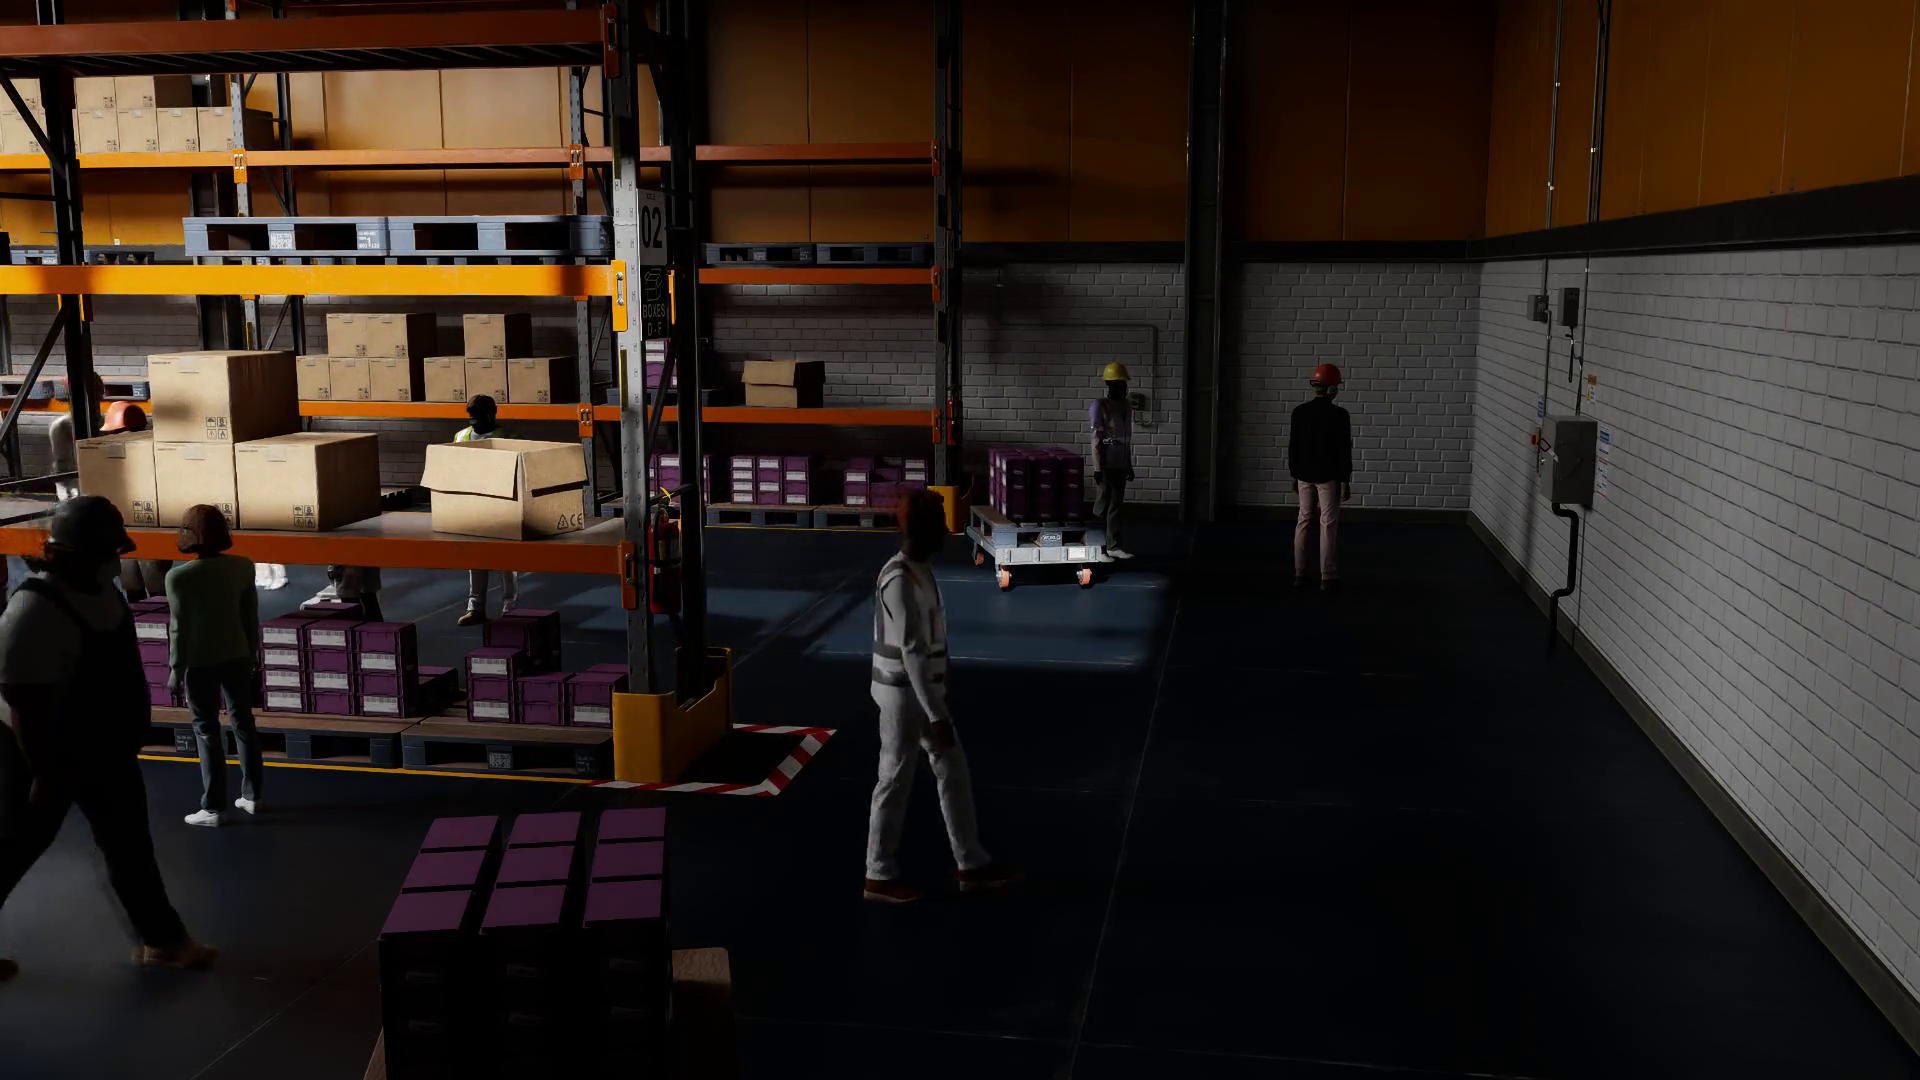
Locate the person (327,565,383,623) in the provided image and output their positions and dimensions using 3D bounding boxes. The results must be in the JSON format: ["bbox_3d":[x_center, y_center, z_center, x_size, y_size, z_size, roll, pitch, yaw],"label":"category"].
[{"bbox_3d":[-4.182,0.112,11.454,0.316,1.695,0.542,2,9,11],"label":"person"}]

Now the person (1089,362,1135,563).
[{"bbox_3d":[1.484,-0.749,16.073,0.363,1.930,0.588,8,12,40],"label":"person"}]

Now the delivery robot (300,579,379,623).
[{"bbox_3d":[-4.579,0.499,12.293,0.477,0.478,0.707,0,9,2],"label":"delivery robot"}]

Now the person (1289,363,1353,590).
[{"bbox_3d":[3.198,-0.559,14.693,0.394,1.992,0.622,-8,12,-42],"label":"person"}]

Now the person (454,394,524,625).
[{"bbox_3d":[-3.727,-0.228,13.113,0.631,1.842,0.428,2,9,14],"label":"person"}]

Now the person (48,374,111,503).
[{"bbox_3d":[-7.002,-0.367,13.401,0.555,2.026,0.635,5,10,27],"label":"person"}]

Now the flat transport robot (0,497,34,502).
[{"bbox_3d":[-10.615,-0.316,18.521,1.431,0.197,0.652,6,11,34],"label":"flat transport robot"}]

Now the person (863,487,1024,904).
[{"bbox_3d":[-0.073,0.708,7.290,0.785,1.855,0.588,2,9,11],"label":"person"}]

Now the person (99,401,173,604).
[{"bbox_3d":[-5.555,0.027,11.239,0.551,1.935,0.375,4,10,23],"label":"person"}]

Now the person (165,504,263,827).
[{"bbox_3d":[-3.774,0.631,8.427,0.272,1.632,0.507,5,11,29],"label":"person"}]

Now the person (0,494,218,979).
[{"bbox_3d":[-3.565,0.738,6.504,1.033,2.000,0.720,0,9,3],"label":"person"}]

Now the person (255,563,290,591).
[{"bbox_3d":[-6.170,-0.358,14.668,0.347,1.611,0.572,-8,12,-42],"label":"person"}]
